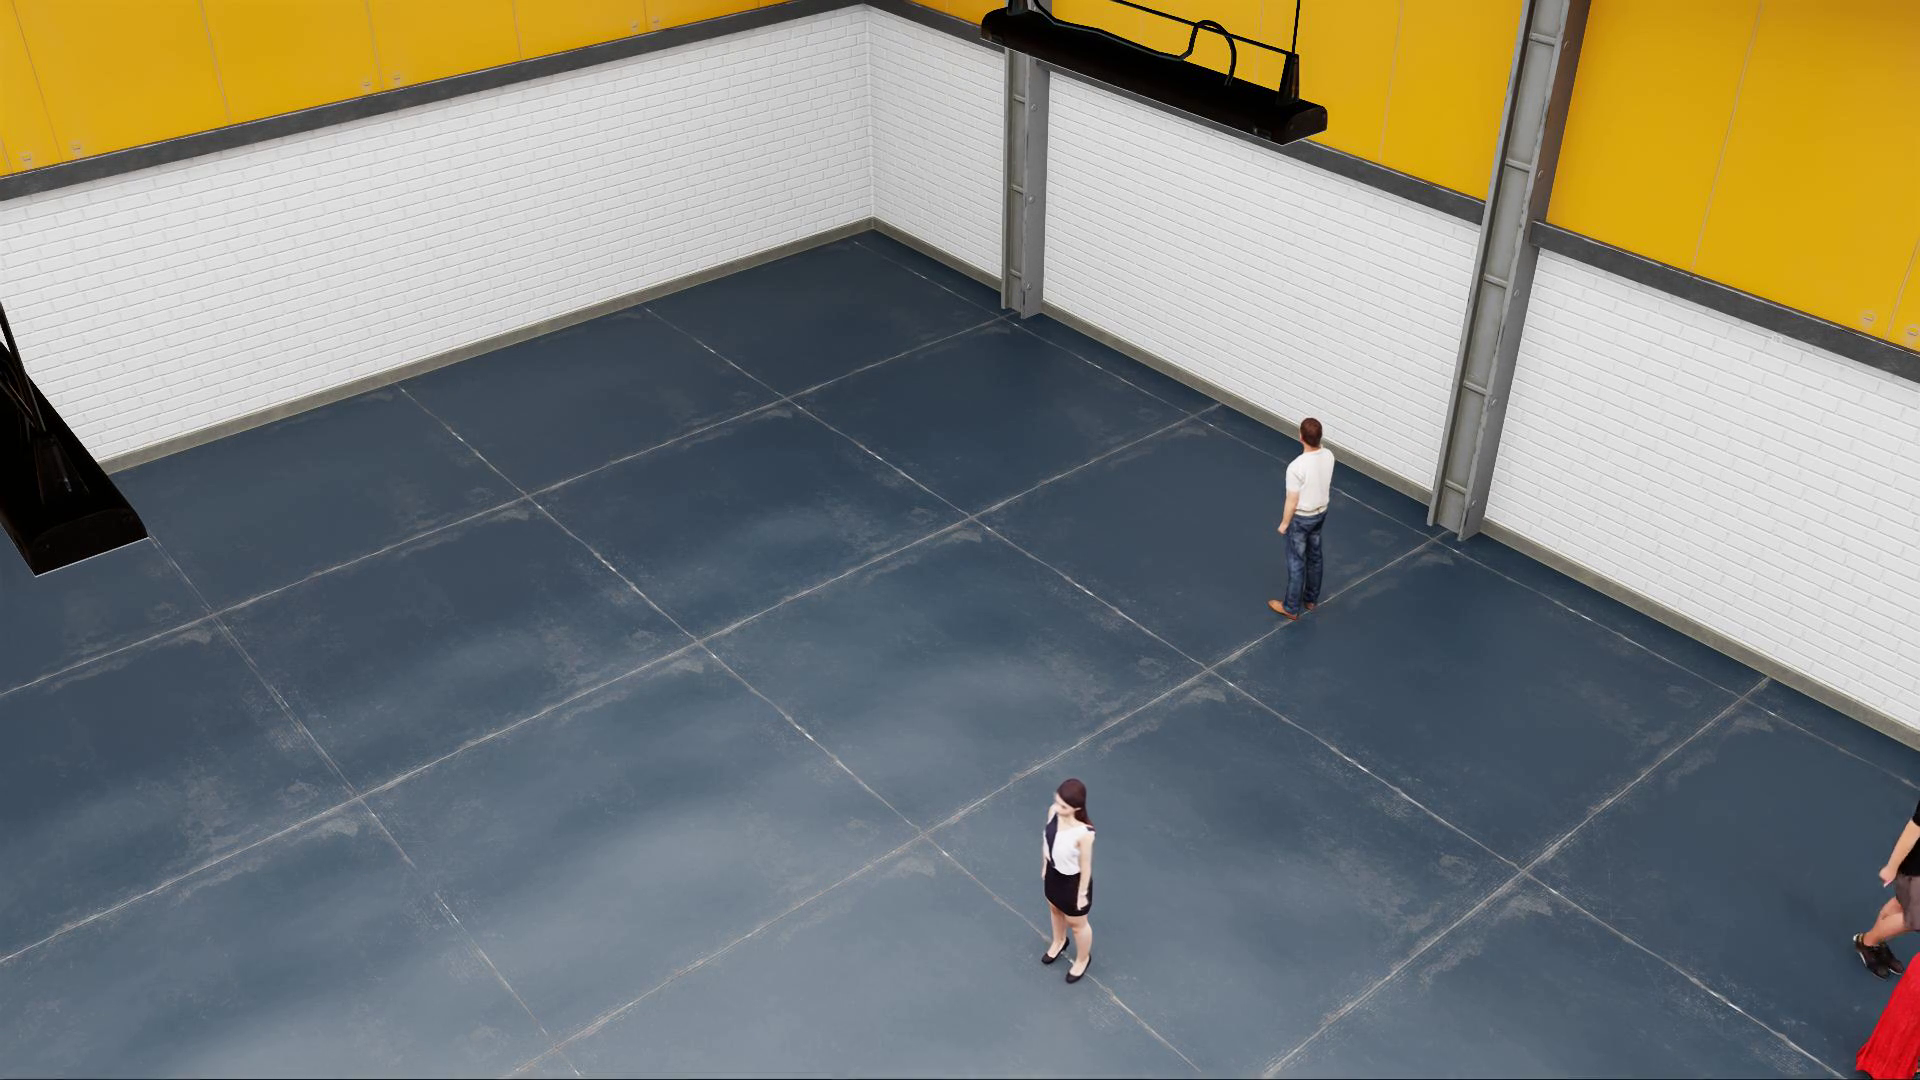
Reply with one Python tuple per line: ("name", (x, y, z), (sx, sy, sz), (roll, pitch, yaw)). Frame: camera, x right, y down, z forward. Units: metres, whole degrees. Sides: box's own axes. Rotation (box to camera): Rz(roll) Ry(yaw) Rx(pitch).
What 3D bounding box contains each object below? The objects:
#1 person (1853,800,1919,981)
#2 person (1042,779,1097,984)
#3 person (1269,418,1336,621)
("person", (6.049, 1.984, 10.549), (0.724, 1.845, 0.723), (-14, 36, -20))
("person", (0.686, 2.139, 10.494), (0.598, 1.647, 0.451), (-24, 41, -32))
("person", (2.878, -0.176, 13.794), (0.677, 1.851, 0.604), (-20, 39, -28))
